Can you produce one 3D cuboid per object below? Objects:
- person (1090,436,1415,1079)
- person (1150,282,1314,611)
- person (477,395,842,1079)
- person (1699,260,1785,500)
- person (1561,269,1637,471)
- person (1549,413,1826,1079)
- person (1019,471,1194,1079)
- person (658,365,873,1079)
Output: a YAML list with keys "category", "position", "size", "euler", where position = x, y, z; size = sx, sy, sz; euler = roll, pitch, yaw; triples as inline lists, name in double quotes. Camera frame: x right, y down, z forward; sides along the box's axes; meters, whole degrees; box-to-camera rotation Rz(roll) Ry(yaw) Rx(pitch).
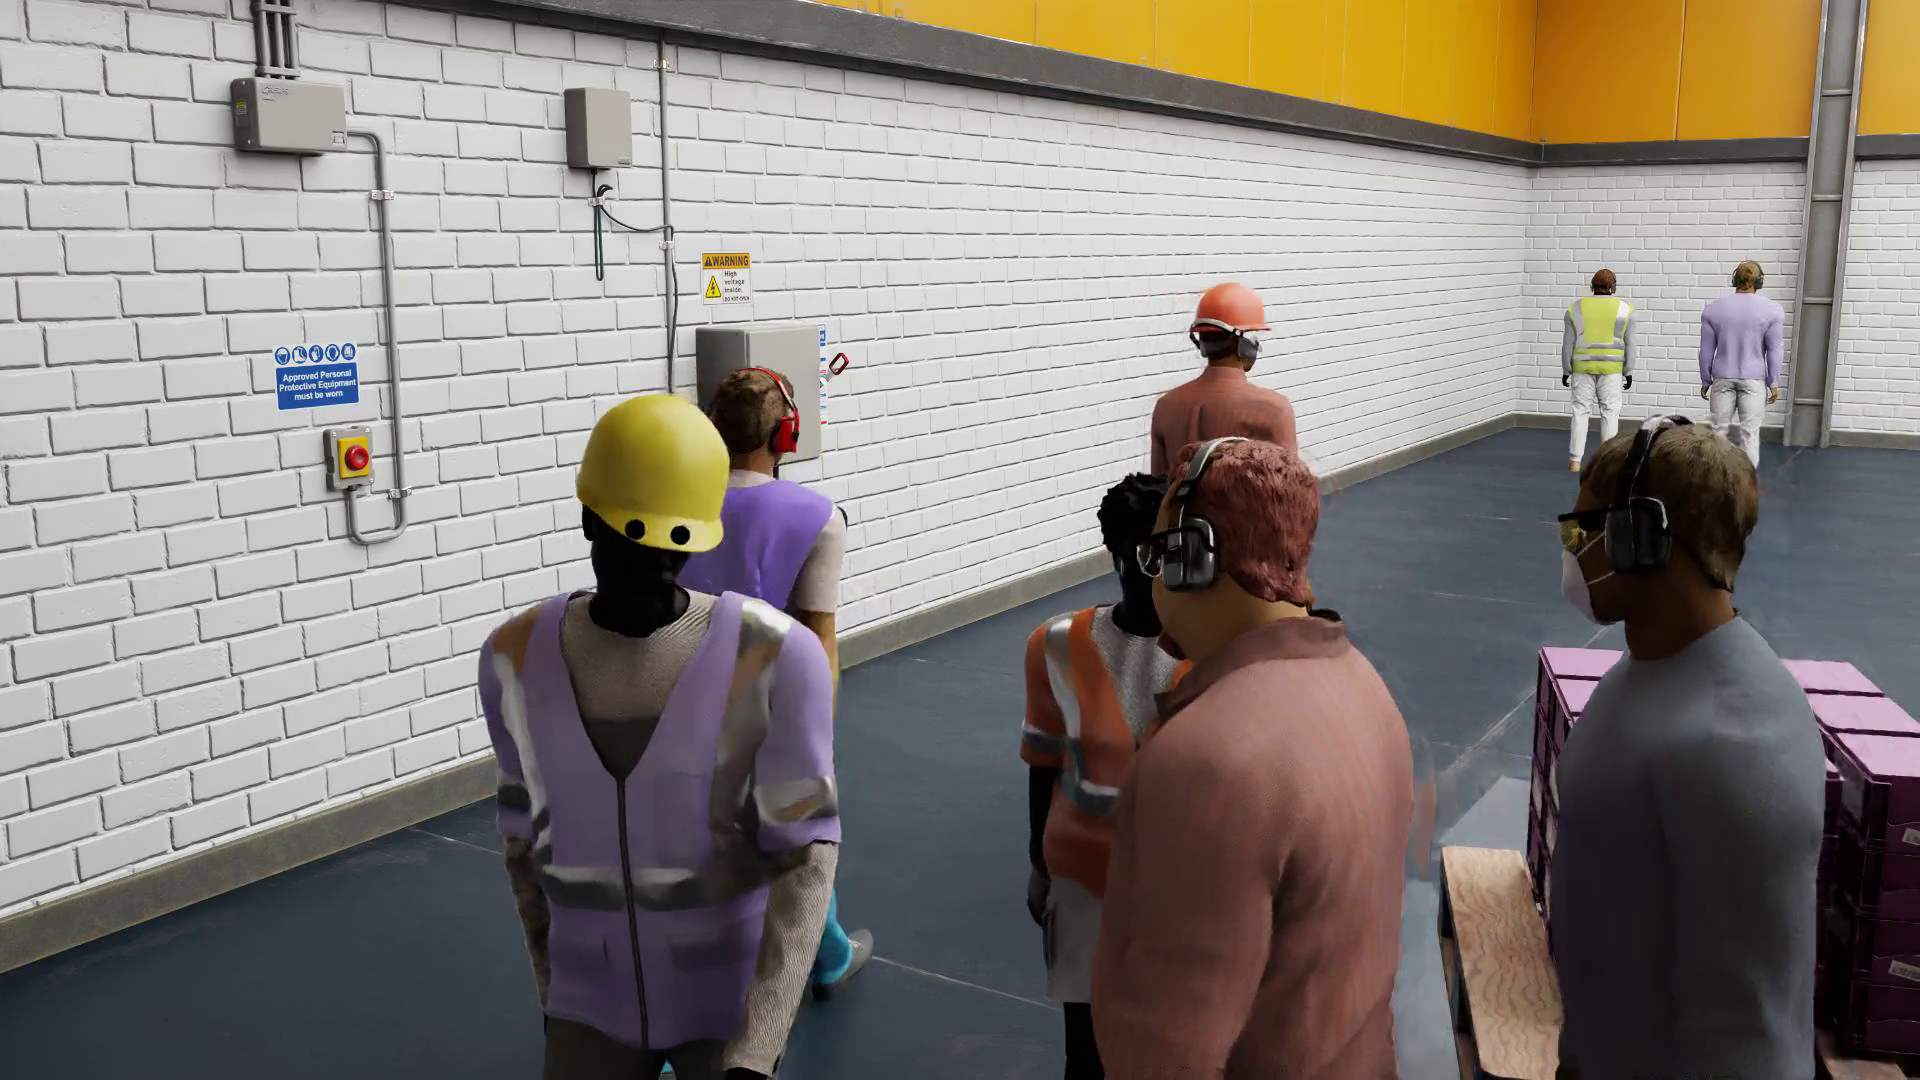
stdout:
- category: "person"
  position: [0.447, 0.809, 2.137]
  size: [0.892, 1.859, 0.705]
  euler: [5, 11, 24]
- category: "person"
  position: [0.867, 0.084, 5.838]
  size: [0.917, 1.969, 0.603]
  euler: [-8, 13, -37]
- category: "person"
  position: [-0.478, 0.722, 2.553]
  size: [0.595, 1.875, 0.835]
  euler: [1, 10, 7]
- category: "person"
  position: [6.292, -1.278, 13.433]
  size: [0.630, 1.940, 0.371]
  euler: [8, 13, 36]
- category: "person"
  position: [5.795, -1.533, 15.113]
  size: [0.635, 1.842, 0.429]
  euler: [4, 11, 23]
- category: "person"
  position: [0.998, 0.780, 2.235]
  size: [0.987, 1.893, 0.647]
  euler: [3, 11, 17]
- category: "person"
  position: [0.393, 0.654, 3.476]
  size: [0.533, 1.664, 0.775]
  euler: [2, 10, 11]
- category: "person"
  position: [-0.555, 0.455, 4.257]
  size: [0.595, 1.788, 1.005]
  euler: [4, 11, 19]
